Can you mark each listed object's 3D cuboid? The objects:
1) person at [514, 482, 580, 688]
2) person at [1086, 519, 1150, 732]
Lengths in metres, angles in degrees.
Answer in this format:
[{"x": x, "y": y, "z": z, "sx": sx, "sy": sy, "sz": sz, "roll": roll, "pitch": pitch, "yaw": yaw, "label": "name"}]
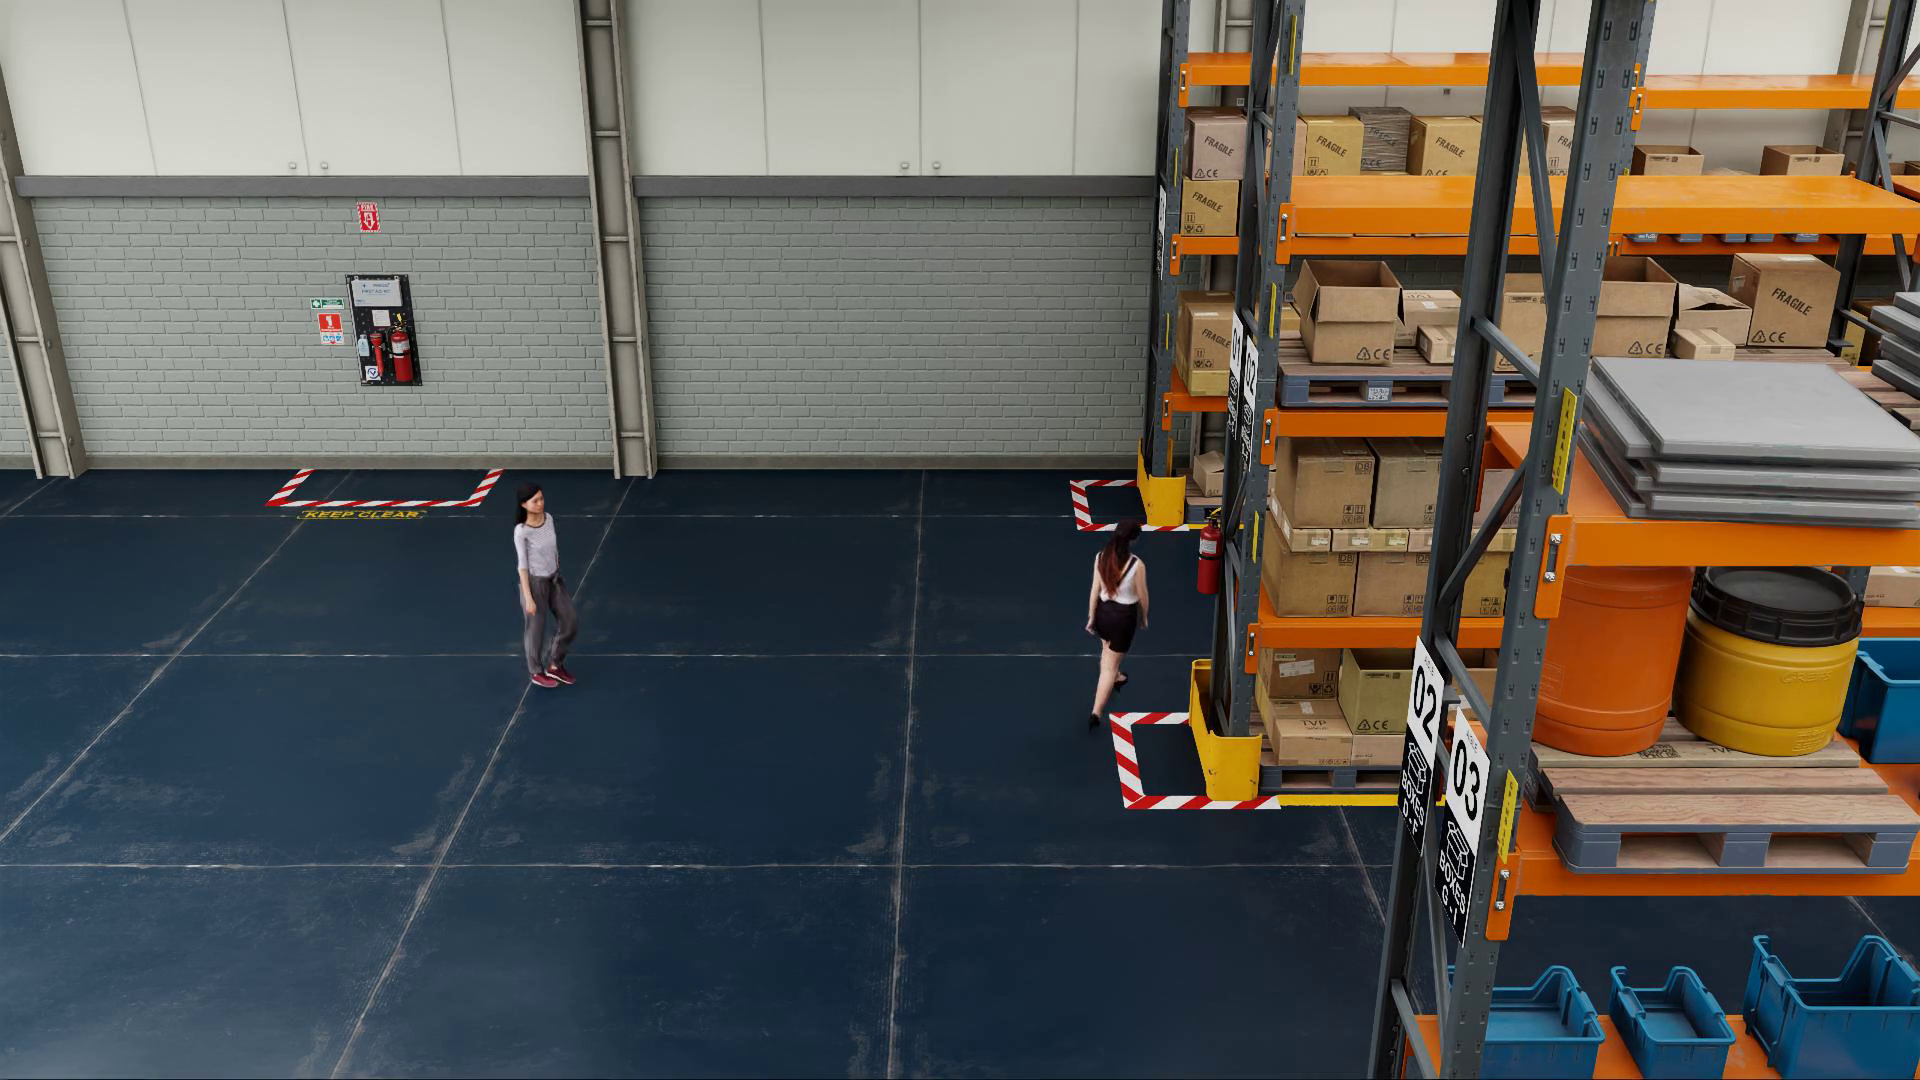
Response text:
[{"x": -3.282, "y": 0.346, "z": 12.736, "sx": 0.796, "sy": 1.718, "sz": 0.754, "roll": 12, "pitch": 26, "yaw": 26, "label": "person"}, {"x": 1.109, "y": 0.658, "z": 12.143, "sx": 1.039, "sy": 1.608, "sz": 0.899, "roll": 8, "pitch": 24, "yaw": 19, "label": "person"}]
